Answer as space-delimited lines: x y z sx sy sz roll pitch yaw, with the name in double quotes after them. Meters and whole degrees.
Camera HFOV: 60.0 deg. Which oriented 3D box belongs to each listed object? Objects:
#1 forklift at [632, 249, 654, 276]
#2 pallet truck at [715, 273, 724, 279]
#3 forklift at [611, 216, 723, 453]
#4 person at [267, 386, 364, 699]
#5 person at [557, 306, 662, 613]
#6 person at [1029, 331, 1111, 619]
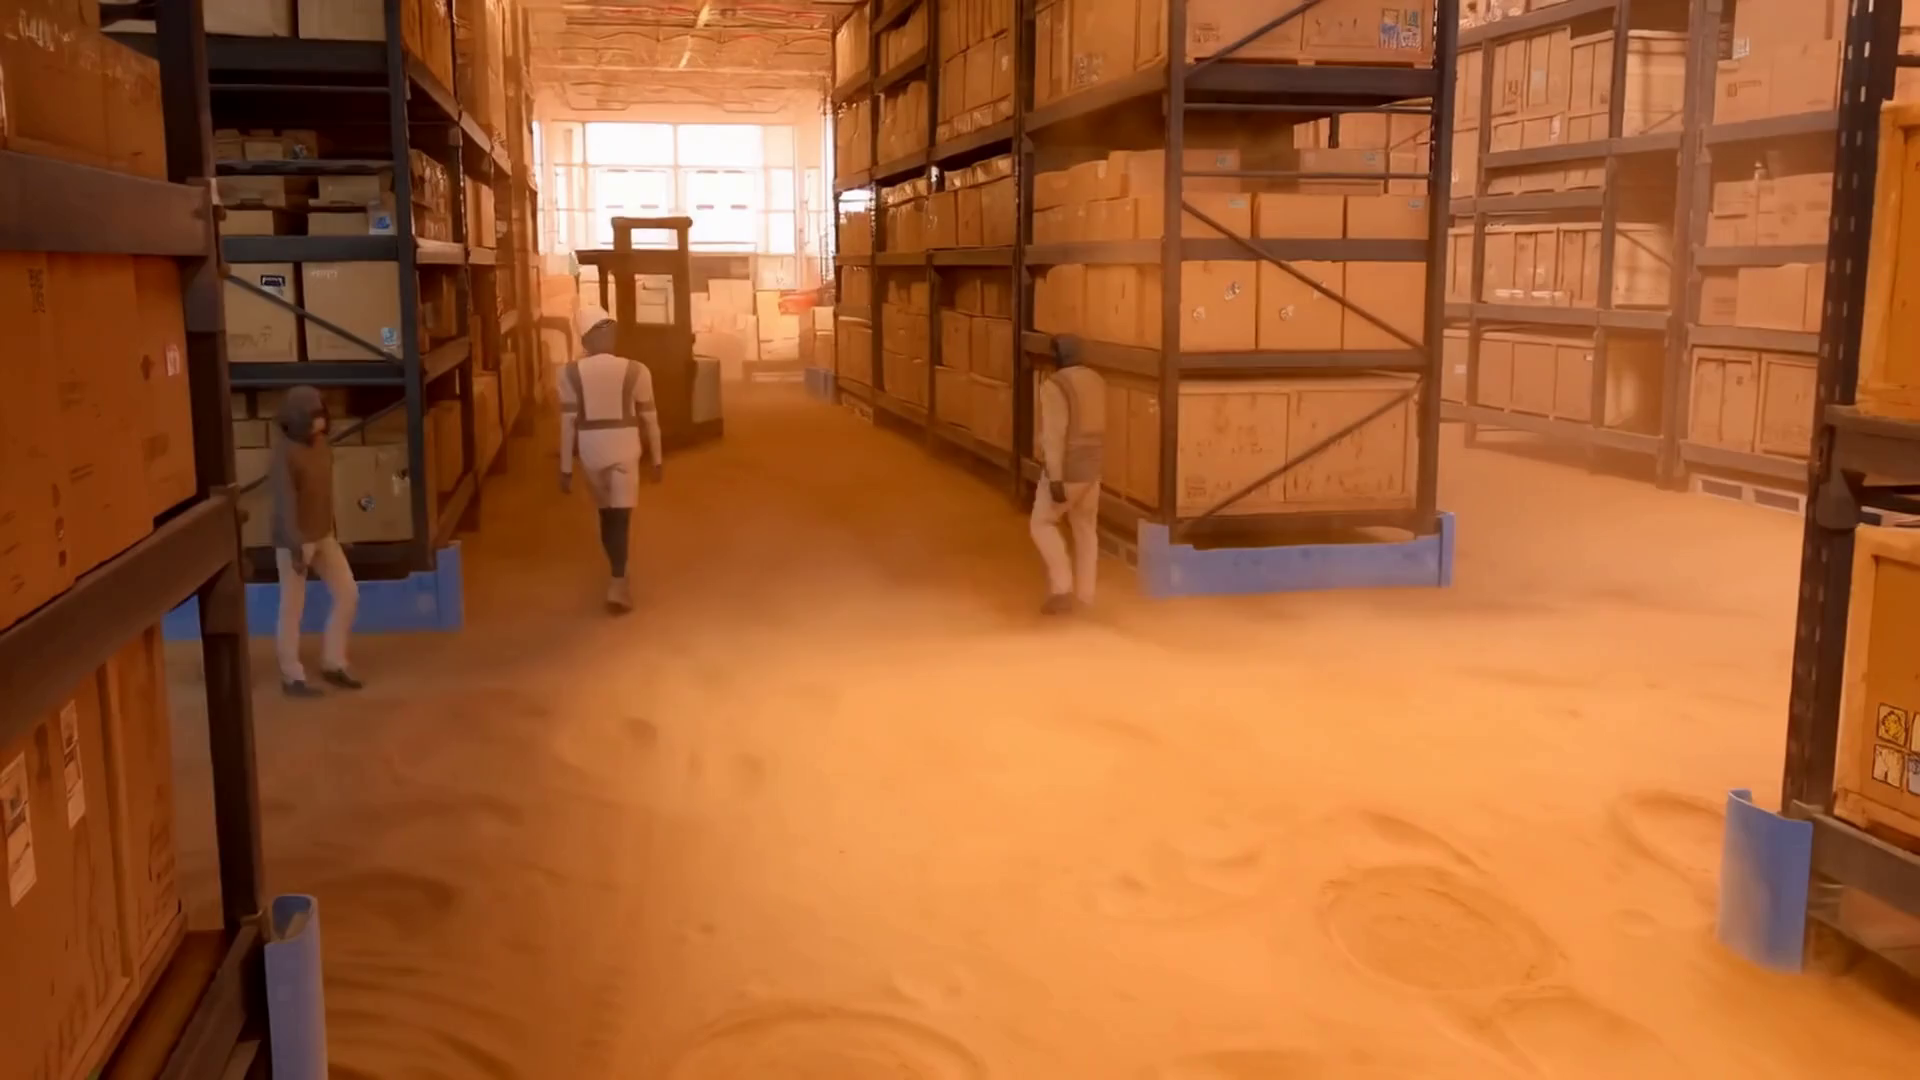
-10.887 -8.534 56.844 1.129 2.768 1.873 -7 12 -38 "forklift"
-8.580 -8.986 62.280 1.885 1.965 0.823 1 9 5 "pallet truck"
-3.724 -2.544 20.329 1.129 2.768 1.873 2 10 13 "forklift"
-3.301 0.029 8.488 0.501 1.618 0.499 3 10 18 "person"
-2.298 -0.536 10.896 0.630 1.971 1.101 0 9 -2 "person"
0.711 -0.402 10.513 0.458 1.816 0.649 9 13 44 "person"
